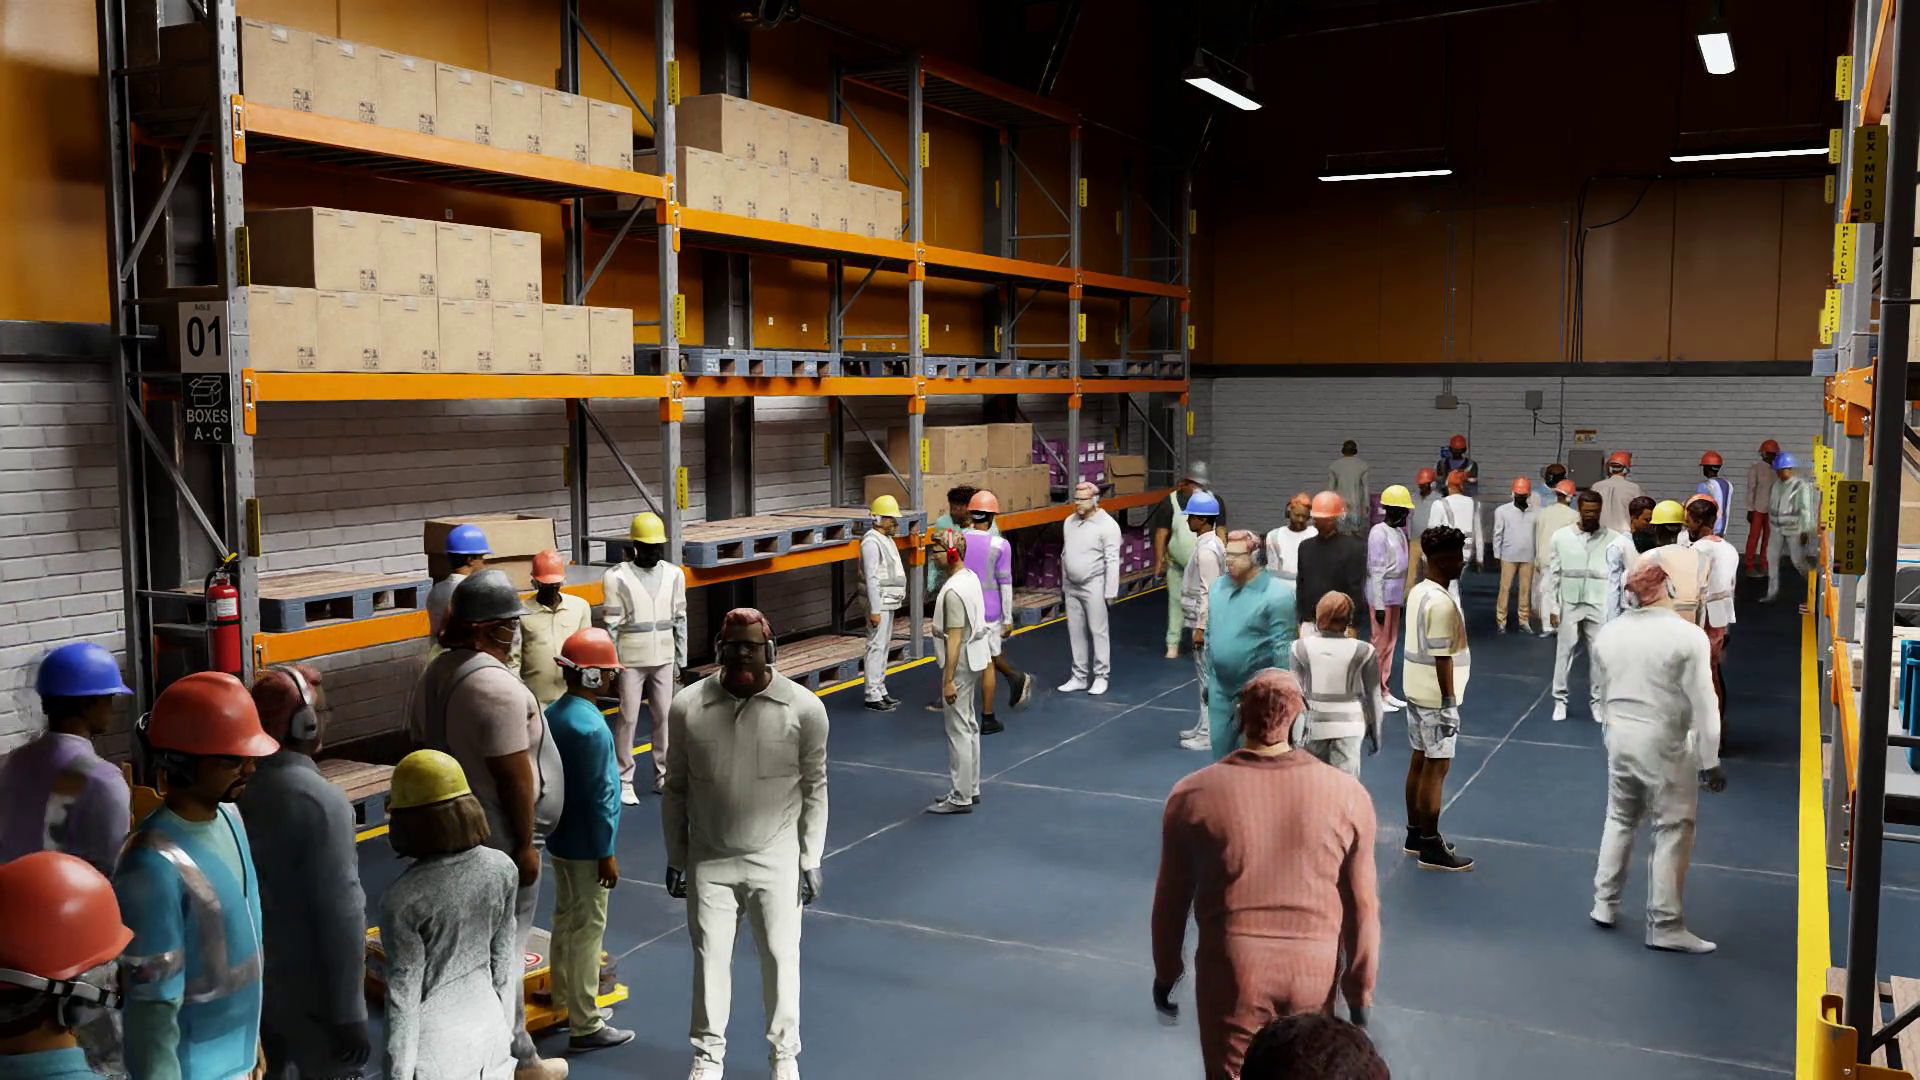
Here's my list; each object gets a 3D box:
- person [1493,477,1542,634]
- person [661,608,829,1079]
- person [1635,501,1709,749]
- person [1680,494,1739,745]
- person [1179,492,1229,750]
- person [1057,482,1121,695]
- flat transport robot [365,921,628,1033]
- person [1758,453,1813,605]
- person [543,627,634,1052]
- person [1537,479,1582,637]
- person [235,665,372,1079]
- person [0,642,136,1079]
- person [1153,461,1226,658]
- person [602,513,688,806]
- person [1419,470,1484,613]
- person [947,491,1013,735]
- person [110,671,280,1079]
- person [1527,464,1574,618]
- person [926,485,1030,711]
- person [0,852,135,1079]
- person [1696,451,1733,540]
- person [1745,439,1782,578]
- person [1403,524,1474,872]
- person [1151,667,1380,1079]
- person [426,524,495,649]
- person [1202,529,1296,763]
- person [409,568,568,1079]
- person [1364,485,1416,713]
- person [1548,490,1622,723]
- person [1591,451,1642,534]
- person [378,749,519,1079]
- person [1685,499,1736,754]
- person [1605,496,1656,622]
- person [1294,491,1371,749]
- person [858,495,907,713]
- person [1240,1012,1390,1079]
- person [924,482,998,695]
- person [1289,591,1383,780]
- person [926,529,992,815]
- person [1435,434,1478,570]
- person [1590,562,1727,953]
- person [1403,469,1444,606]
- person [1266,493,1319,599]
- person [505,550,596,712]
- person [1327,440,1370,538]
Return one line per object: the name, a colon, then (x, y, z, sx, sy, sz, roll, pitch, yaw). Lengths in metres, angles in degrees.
person: (6.181, 0.170, 18.384, 0.567, 1.748, 0.339, 0, 5, -1)
person: (-0.827, 1.208, 6.372, 0.642, 1.913, 0.409, 0, 5, 0)
person: (5.082, 0.679, 11.979, 0.594, 1.924, 0.383, -2, 6, -16)
person: (5.651, 0.613, 12.700, 0.388, 1.928, 0.545, -2, 6, -16)
person: (1.849, 0.611, 12.591, 0.387, 1.949, 0.602, 1, 5, 10)
person: (1.134, 0.430, 14.840, 0.400, 1.901, 0.655, -5, 7, -43)
flat transport robot: (-2.210, 1.912, 7.517, 1.431, 0.197, 0.652, 5, 7, 41)
person: (10.462, -0.137, 20.866, 0.890, 1.908, 0.651, -2, 6, -23)
person: (-1.557, 1.235, 6.967, 0.352, 1.743, 0.564, -3, 6, -32)
person: (6.537, 0.202, 18.126, 0.404, 1.732, 0.576, -4, 7, -35)
person: (-2.080, 1.344, 5.121, 0.690, 1.905, 0.567, 3, 6, 29)
person: (-2.924, 1.299, 5.334, 0.618, 1.921, 0.674, 3, 6, 31)
person: (2.303, 0.187, 16.666, 0.727, 2.000, 0.539, 0, 5, 0)
person: (-2.055, 0.777, 10.960, 0.585, 1.919, 0.382, -4, 6, -34)
person: (5.195, 0.183, 17.676, 0.706, 1.853, 0.687, -2, 6, -19)
person: (0.165, 0.575, 13.134, 0.548, 1.925, 0.392, 2, 6, 22)
person: (-1.950, 1.344, 4.318, 0.420, 2.031, 0.605, -1, 5, -7)
person: (6.988, 0.015, 19.629, 0.629, 1.835, 0.429, -2, 6, -22)
person: (0.149, 0.495, 13.937, 0.763, 1.937, 0.616, -2, 6, -16)
person: (-1.488, 1.503, 2.753, 0.612, 1.995, 0.379, 0, 5, -1)
person: (9.294, -0.131, 20.637, 0.551, 1.936, 0.356, -3, 6, -27)
person: (11.534, -0.448, 23.797, 0.627, 1.985, 0.417, -2, 6, -22)
person: (2.730, 0.888, 9.521, 0.367, 1.966, 0.603, 0, 5, 0)
person: (0.927, 1.328, 5.177, 0.673, 1.887, 0.549, 0, 5, 2)
person: (-2.905, 0.879, 9.779, 0.417, 1.940, 0.608, -5, 7, -41)
person: (1.788, 0.866, 10.216, 0.617, 1.890, 0.649, -4, 7, -39)
person: (-1.836, 1.122, 6.599, 0.537, 2.000, 0.674, -5, 7, -44)
person: (3.631, 0.494, 14.040, 0.399, 1.919, 0.582, 4, 7, 36)
person: (5.110, 0.542, 13.588, 0.589, 1.909, 0.405, 1, 5, 12)
person: (7.710, -0.051, 19.542, 0.618, 1.985, 0.408, 5, 7, 43)
person: (-1.459, 1.449, 4.703, 0.307, 1.734, 0.484, 3, 6, 27)
person: (5.573, 0.648, 12.452, 0.409, 1.907, 0.598, 5, 7, 42)
person: (5.214, 0.607, 12.871, 0.598, 1.908, 0.403, -4, 6, -34)
person: (2.841, 0.594, 12.698, 0.871, 1.967, 0.627, -5, 7, -43)
person: (-0.654, 0.533, 14.062, 0.404, 1.827, 0.600, 1, 5, 9)
person: (0.582, 1.591, 2.414, 0.915, 1.886, 0.609, -5, 7, -42)
person: (0.014, 0.442, 14.601, 0.674, 1.903, 0.439, 4, 6, 34)
person: (2.099, 1.088, 9.352, 0.522, 1.604, 0.804, 2, 6, 25)
person: (-0.002, 0.843, 10.708, 0.394, 1.836, 0.560, 1, 5, 9)
person: (7.358, -0.553, 24.699, 0.622, 2.031, 0.407, 3, 6, 32)
person: (3.450, 1.056, 8.225, 0.399, 1.881, 0.717, -3, 6, -25)
person: (5.726, -0.022, 20.589, 0.590, 1.715, 0.738, 5, 7, 44)
person: (2.906, 0.507, 14.288, 0.559, 1.849, 0.885, 1, 5, 14)
person: (-2.542, 0.922, 10.370, 0.574, 1.738, 0.354, -3, 6, -31)
person: (5.860, -0.546, 25.093, 0.634, 1.937, 0.355, 1, 5, 11)
